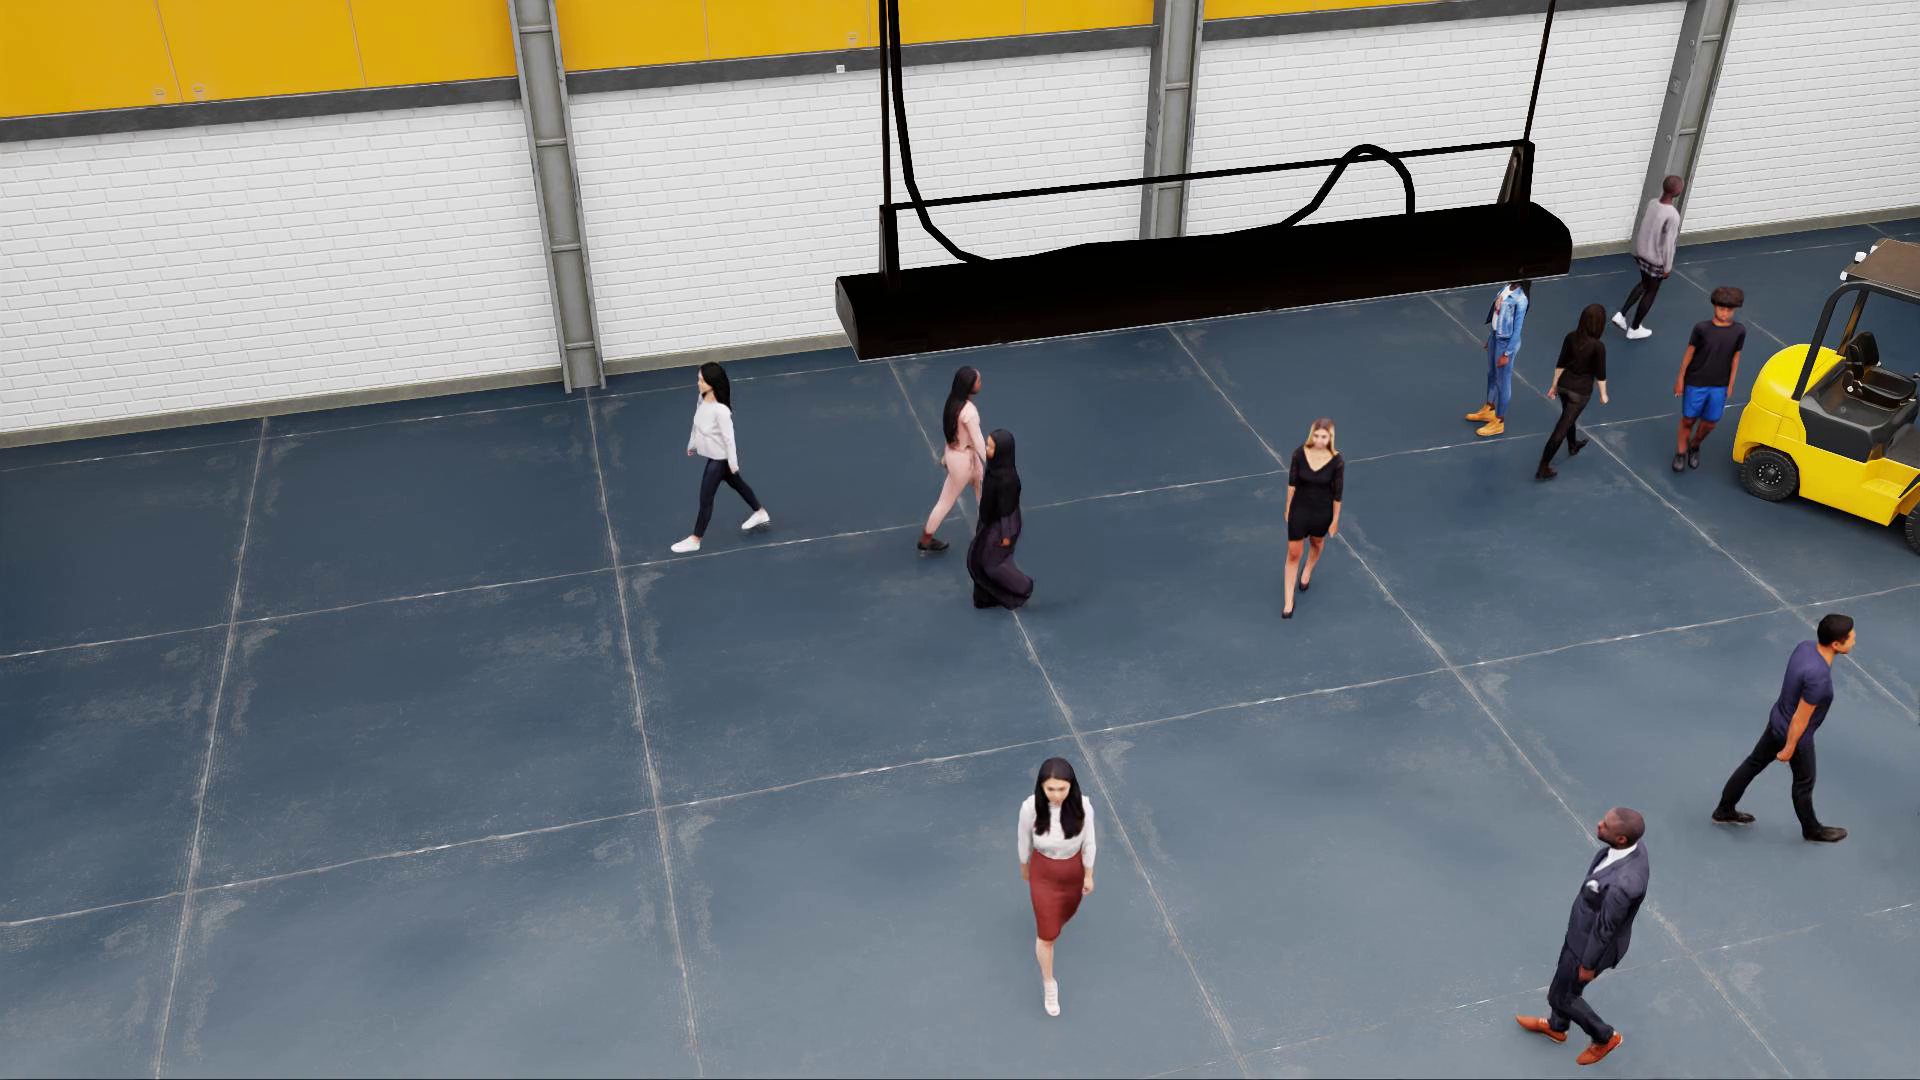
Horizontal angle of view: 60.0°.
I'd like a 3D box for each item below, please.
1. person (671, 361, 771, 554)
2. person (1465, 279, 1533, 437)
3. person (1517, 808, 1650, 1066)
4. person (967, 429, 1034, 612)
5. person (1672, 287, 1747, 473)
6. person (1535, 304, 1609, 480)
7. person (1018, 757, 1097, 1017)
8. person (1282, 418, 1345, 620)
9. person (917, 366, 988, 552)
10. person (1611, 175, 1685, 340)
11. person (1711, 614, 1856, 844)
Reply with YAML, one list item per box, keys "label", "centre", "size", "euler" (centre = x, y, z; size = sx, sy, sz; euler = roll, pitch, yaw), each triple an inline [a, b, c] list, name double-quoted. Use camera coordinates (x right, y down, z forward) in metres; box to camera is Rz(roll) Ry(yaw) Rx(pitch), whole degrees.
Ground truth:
- label: "person"
  centre: [-1.904, -0.709, 13.656]
  size: [1.196, 1.651, 0.812]
  euler: [-17, 37, -24]
- label: "person"
  centre: [4.980, -1.780, 15.213]
  size: [0.576, 1.713, 0.636]
  euler: [-2, 34, -3]
- label: "person"
  centre: [3.553, 2.205, 9.130]
  size: [0.982, 1.810, 0.921]
  euler: [13, 36, 18]
- label: "person"
  centre: [0.381, -0.158, 12.869]
  size: [0.787, 1.607, 0.641]
  euler: [-5, 34, -7]
- label: "person"
  centre: [6.571, -1.438, 14.635]
  size: [0.724, 1.783, 0.810]
  euler: [11, 35, 16]
- label: "person"
  centre: [5.308, -1.258, 14.525]
  size: [1.077, 1.605, 0.754]
  euler: [-18, 38, -25]
- label: "person"
  centre: [0.567, 1.909, 9.651]
  size: [1.044, 1.725, 0.815]
  euler: [-1, 34, -1]
- label: "person"
  centre: [2.760, -0.240, 12.964]
  size: [1.041, 1.637, 0.989]
  euler: [10, 35, 14]
- label: "person"
  centre: [-0.070, -0.584, 13.452]
  size: [1.138, 1.670, 0.654]
  euler: [-7, 34, -10]
- label: "person"
  centre: [6.898, -2.823, 16.742]
  size: [0.696, 1.758, 0.632]
  euler: [-10, 35, -15]
- label: "person"
  centre: [5.254, 1.198, 10.696]
  size: [1.141, 1.753, 0.957]
  euler: [7, 34, 10]
